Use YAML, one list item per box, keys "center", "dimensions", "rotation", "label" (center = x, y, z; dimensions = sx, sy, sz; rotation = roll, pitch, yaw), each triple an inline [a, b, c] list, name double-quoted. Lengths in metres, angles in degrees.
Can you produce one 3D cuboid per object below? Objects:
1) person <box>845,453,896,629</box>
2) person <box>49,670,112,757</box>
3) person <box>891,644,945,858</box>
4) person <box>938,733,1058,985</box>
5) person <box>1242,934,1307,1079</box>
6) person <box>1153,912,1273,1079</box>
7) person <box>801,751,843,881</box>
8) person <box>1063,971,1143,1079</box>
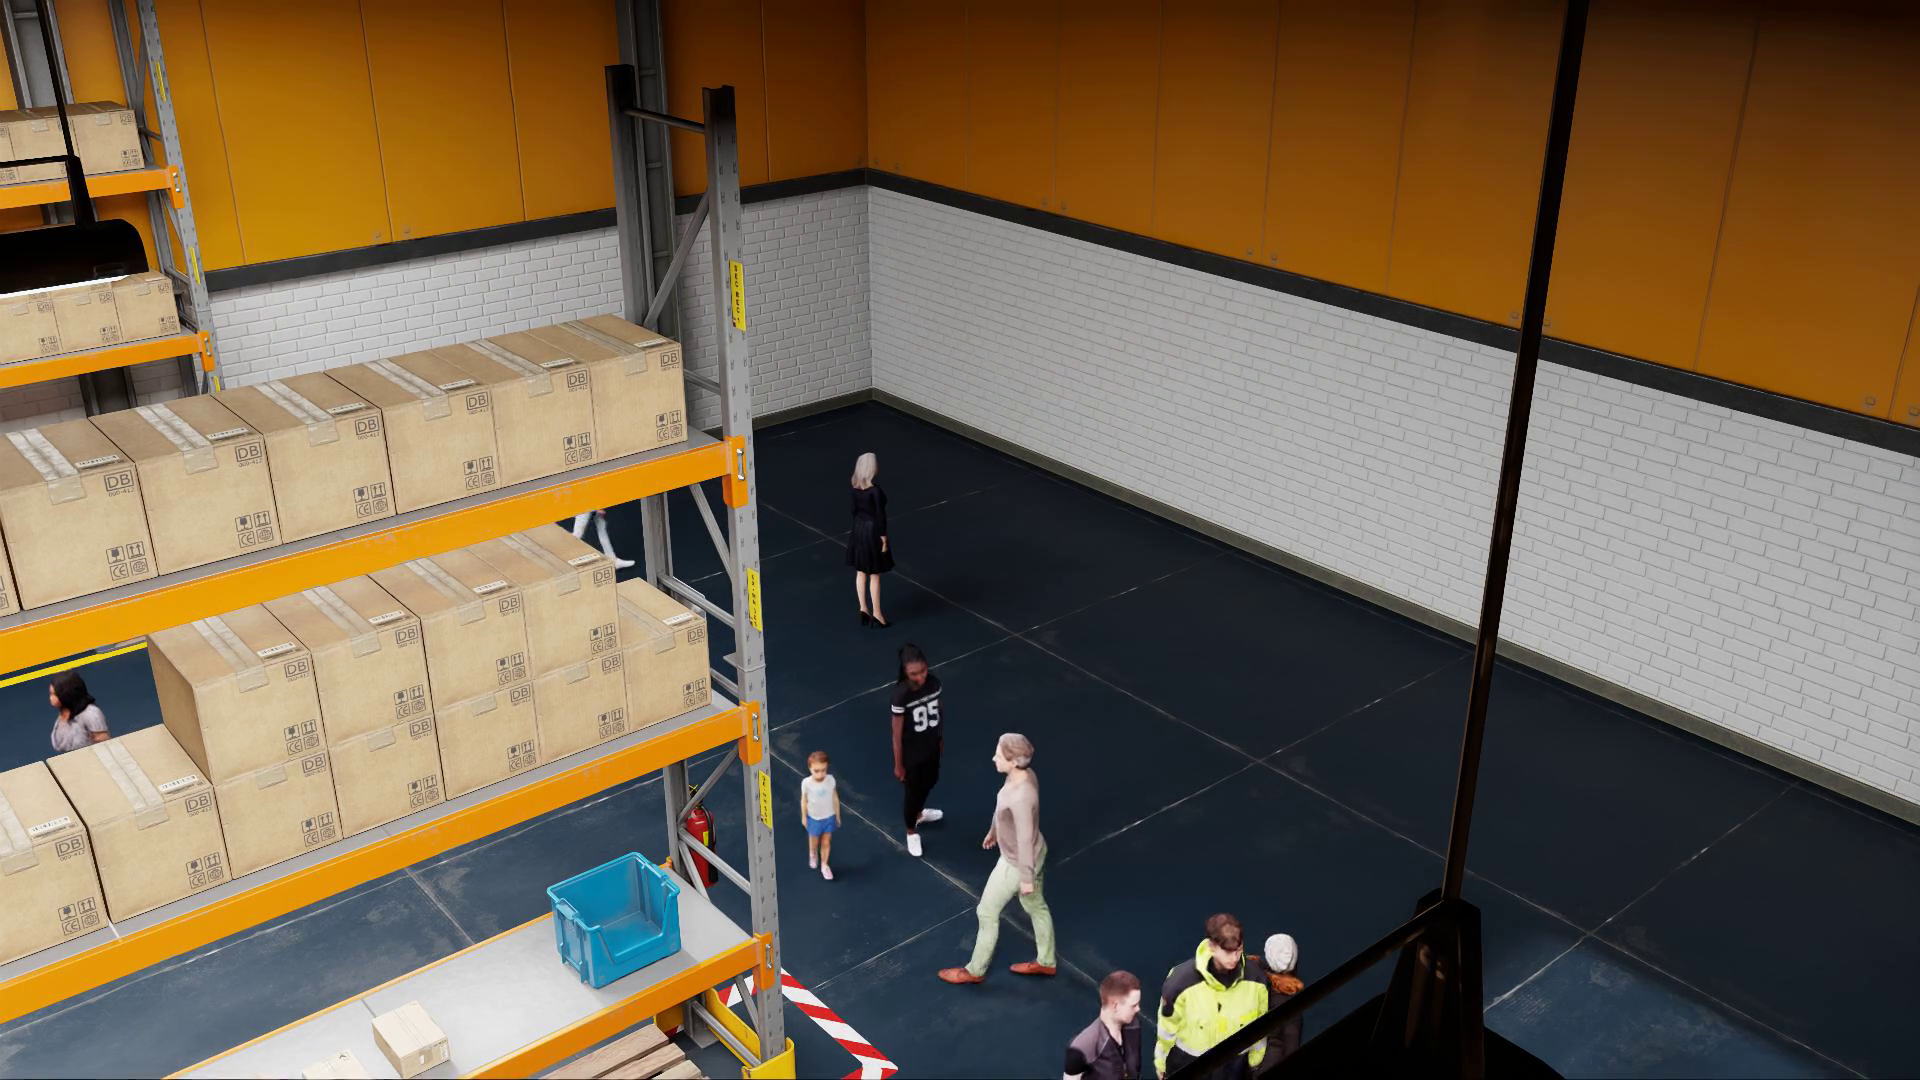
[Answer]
- center: [-0.848, -0.002, 15.657]
  dimensions: [0.579, 1.747, 0.611]
  rotation: [-22, 32, -40]
  label: "person"
- center: [-6.232, 1.633, 12.106]
  dimensions: [0.693, 1.595, 0.706]
  rotation: [18, 30, 36]
  label: "person"
- center: [-0.324, 1.533, 12.202]
  dimensions: [0.888, 1.702, 0.640]
  rotation: [16, 28, 32]
  label: "person"
- center: [0.478, 2.085, 10.763]
  dimensions: [1.109, 1.843, 1.059]
  rotation: [3, 24, 7]
  label: "person"
- center: [1.641, 2.912, 9.166]
  dimensions: [1.007, 1.606, 0.675]
  rotation: [-16, 28, -32]
  label: "person"
- center: [1.320, 2.761, 9.091]
  dimensions: [1.239, 1.943, 1.161]
  rotation: [-5, 24, -11]
  label: "person"
- center: [-1.012, 1.964, 12.072]
  dimensions: [0.523, 1.015, 0.576]
  rotation: [-6, 24, -14]
  label: "person"
- center: [0.667, 2.992, 8.731]
  dimensions: [0.558, 1.808, 0.755]
  rotation: [-17, 29, -34]
  label: "person"
